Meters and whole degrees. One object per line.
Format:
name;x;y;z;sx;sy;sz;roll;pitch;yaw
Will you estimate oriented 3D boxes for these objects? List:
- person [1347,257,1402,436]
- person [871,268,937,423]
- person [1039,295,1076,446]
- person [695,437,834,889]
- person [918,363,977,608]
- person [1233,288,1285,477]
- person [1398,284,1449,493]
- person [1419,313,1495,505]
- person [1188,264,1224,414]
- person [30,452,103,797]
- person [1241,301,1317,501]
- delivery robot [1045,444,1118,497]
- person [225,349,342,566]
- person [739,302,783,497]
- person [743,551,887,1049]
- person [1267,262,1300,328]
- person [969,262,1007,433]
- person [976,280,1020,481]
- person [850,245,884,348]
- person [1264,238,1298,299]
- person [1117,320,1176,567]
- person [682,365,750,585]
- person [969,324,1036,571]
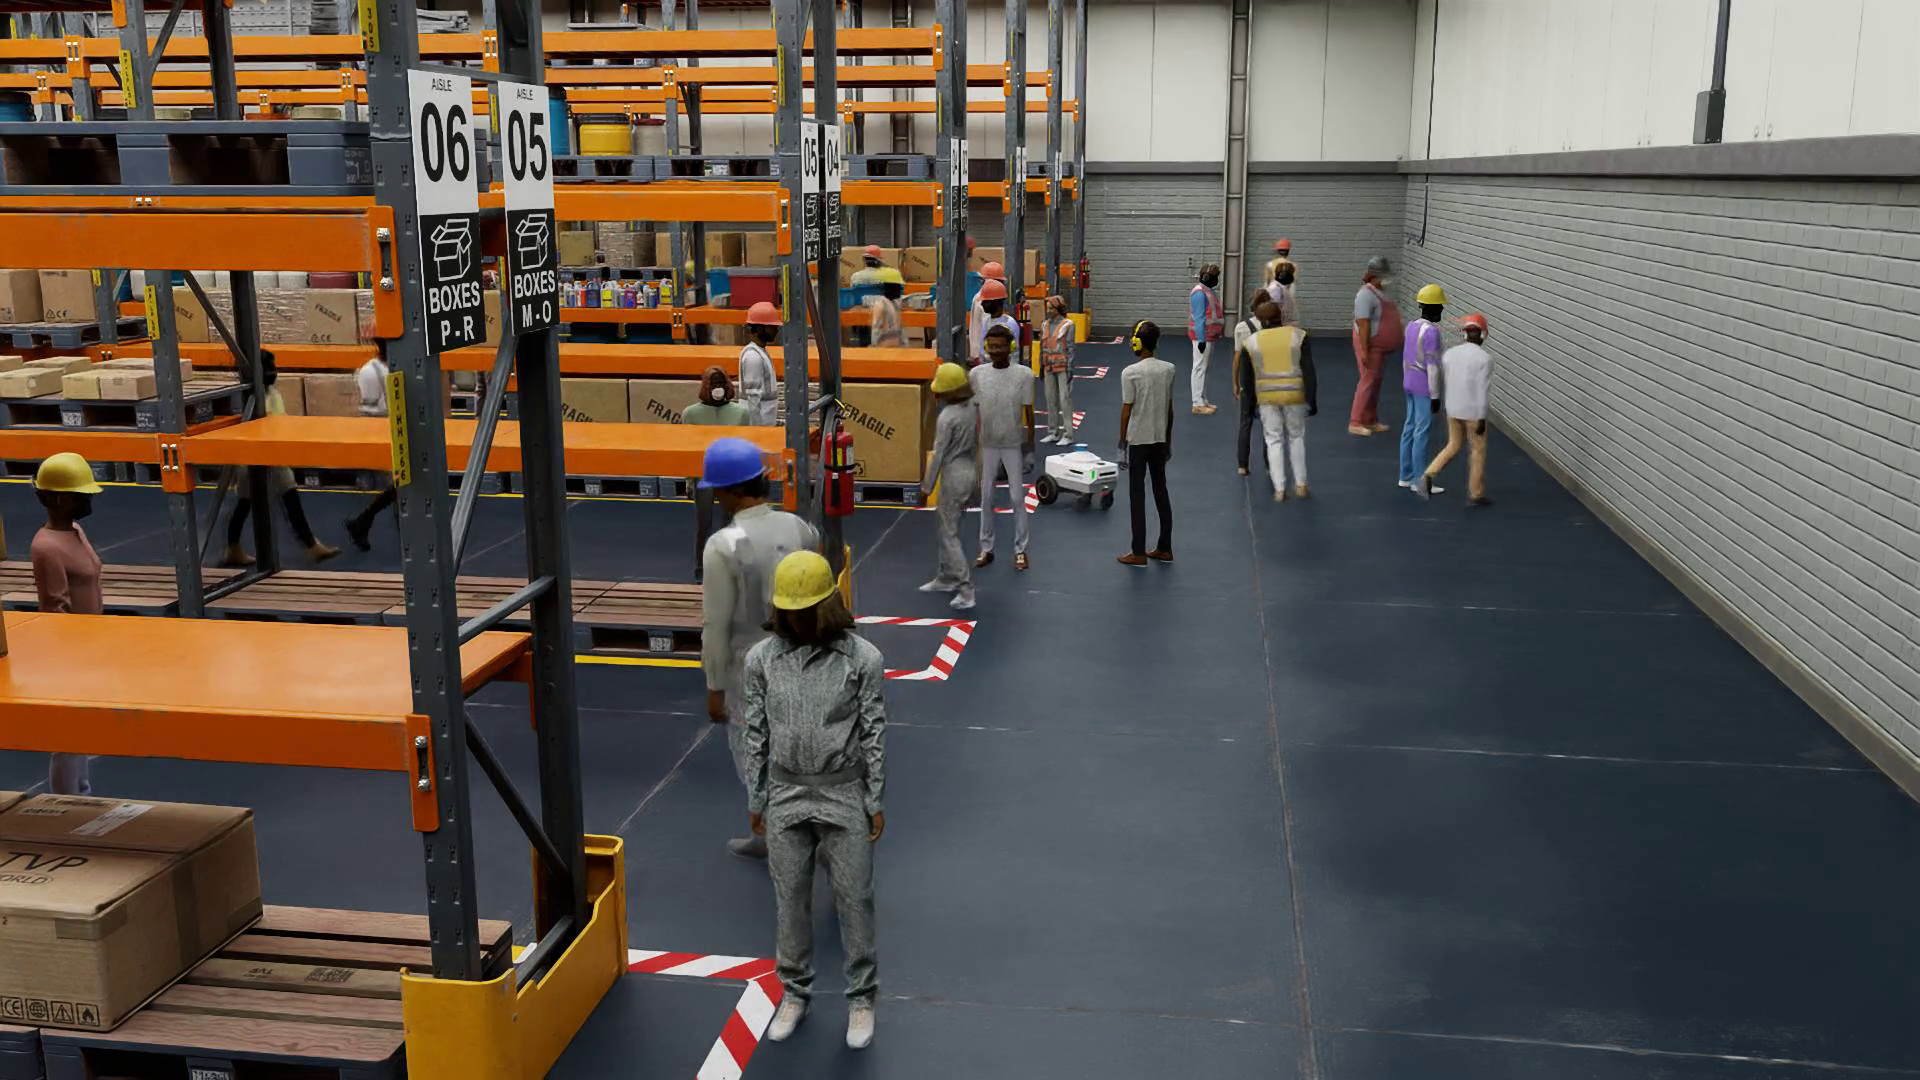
person;4.728;-2.210;18.849;0.535;2.000;0.711;7;14;29
person;-0.777;-2.161;19.013;1.014;1.874;0.591;2;13;9
person;1.066;-1.849;18.157;0.313;1.630;0.527;-11;16;-40
person;-0.734;0.529;6.798;0.779;1.914;0.627;8;15;32
person;-0.070;-0.383;11.429;0.584;1.688;0.558;6;14;24
person;2.917;-1.526;16.234;0.508;1.838;0.337;4;13;15
person;4.314;-1.403;15.463;0.370;1.928;0.585;-2;13;-10
person;4.468;-1.154;14.799;0.628;1.721;0.581;-7;14;-30
person;3.040;-2.484;20.553;0.429;1.839;0.622;4;13;17
person;-3.858;0.490;7.289;0.326;1.765;0.530;-4;13;-16
person;2.899;-1.269;15.165;0.698;1.794;0.555;3;13;11
delivery robot;1.083;-0.611;14.798;0.477;0.478;0.707;-9;15;-35
person;-5.174;-0.602;12.458;0.898;1.643;0.546;1;13;6
person;-1.593;-0.955;13.450;0.381;1.931;0.545;0;12;0
person;-0.493;0.877;5.621;0.489;1.731;0.320;2;13;7
person;4.116;-2.613;21.155;0.516;1.833;0.650;4;13;17
person;0.309;-2.060;18.314;0.407;1.981;0.625;-2;13;-10
person;0.342;-1.537;16.059;0.376;1.933;0.545;-8;15;-32
person;-1.165;-2.940;22.255;0.623;1.989;0.399;5;13;20
person;5.138;-3.901;26.808;0.549;1.910;0.812;6;14;27
person;1.409;-0.725;12.575;0.510;1.859;0.332;-8;15;-31
person;-1.693;-0.411;11.657;0.500;1.633;0.281;-6;14;-25
person;0.307;-0.686;12.408;0.537;1.856;0.362;3;13;14
